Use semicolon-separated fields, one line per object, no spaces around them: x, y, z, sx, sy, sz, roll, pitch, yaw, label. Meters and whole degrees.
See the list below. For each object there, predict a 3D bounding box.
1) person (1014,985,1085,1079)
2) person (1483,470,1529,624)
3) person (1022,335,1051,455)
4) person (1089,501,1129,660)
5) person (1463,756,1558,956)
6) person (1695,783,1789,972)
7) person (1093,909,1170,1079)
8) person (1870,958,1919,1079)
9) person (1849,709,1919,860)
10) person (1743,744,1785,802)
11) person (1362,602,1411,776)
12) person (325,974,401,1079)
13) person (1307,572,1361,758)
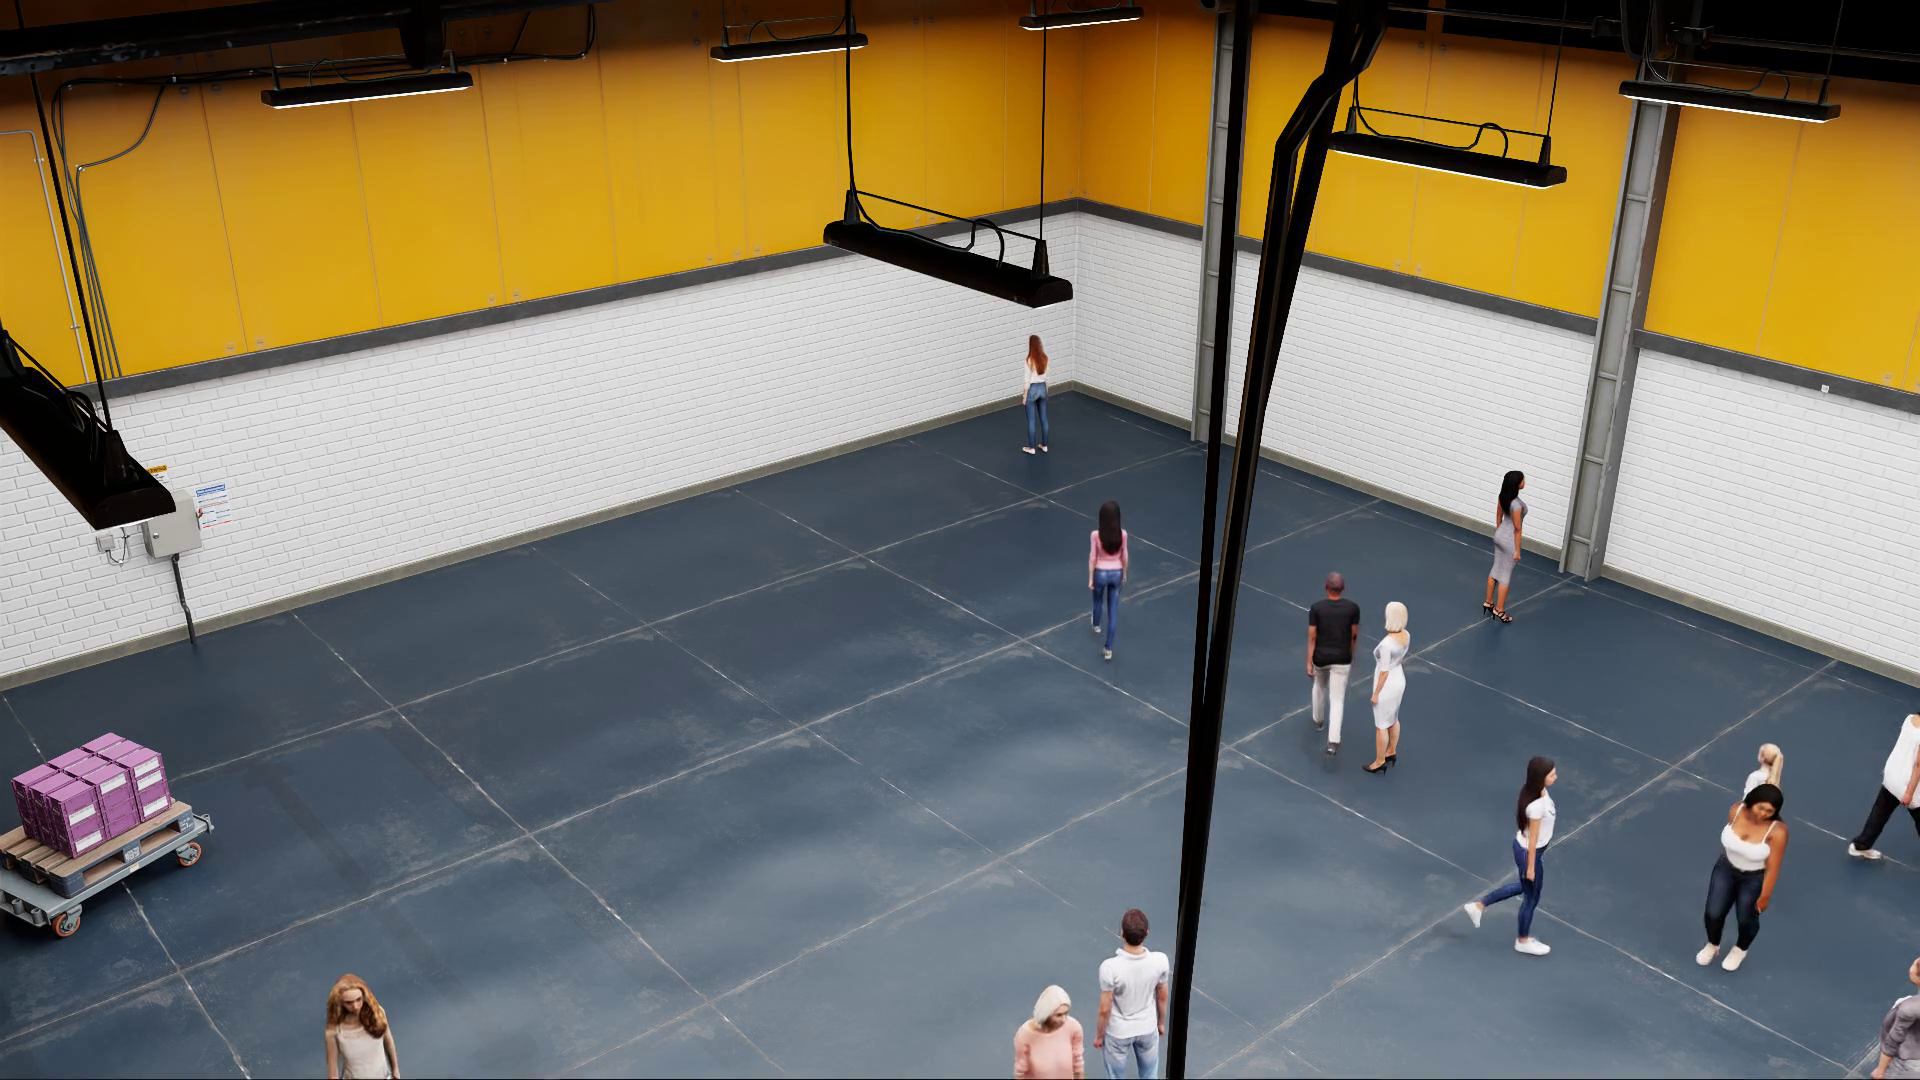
0.551;3.530;10.718;0.758;1.703;0.882;-5;24;-12;person
6.098;0.056;18.567;0.723;1.781;0.603;-5;24;-11;person
1.082;-2.063;23.481;0.619;1.728;0.580;-11;26;-24;person
1.588;0.445;17.764;0.997;1.713;1.111;0;24;-1;person
4.378;2.471;13.067;1.024;1.762;0.898;7;24;15;person
6.071;2.568;12.831;0.699;1.772;0.652;-13;27;-27;person
1.146;3.275;11.117;0.725;1.851;0.697;-6;24;-14;person
6.213;3.461;10.910;0.672;1.675;0.667;-10;25;-21;person
8.020;2.060;14.152;1.169;1.645;1.092;3;24;6;person
6.759;2.320;14.026;0.587;1.270;0.617;-8;25;-17;person
4.019;1.379;15.580;0.532;1.750;0.589;21;31;39;person
-3.873;3.505;10.765;0.720;1.712;1.184;-14;27;-28;person
3.570;1.210;15.939;1.209;1.771;1.183;5;24;10;person
